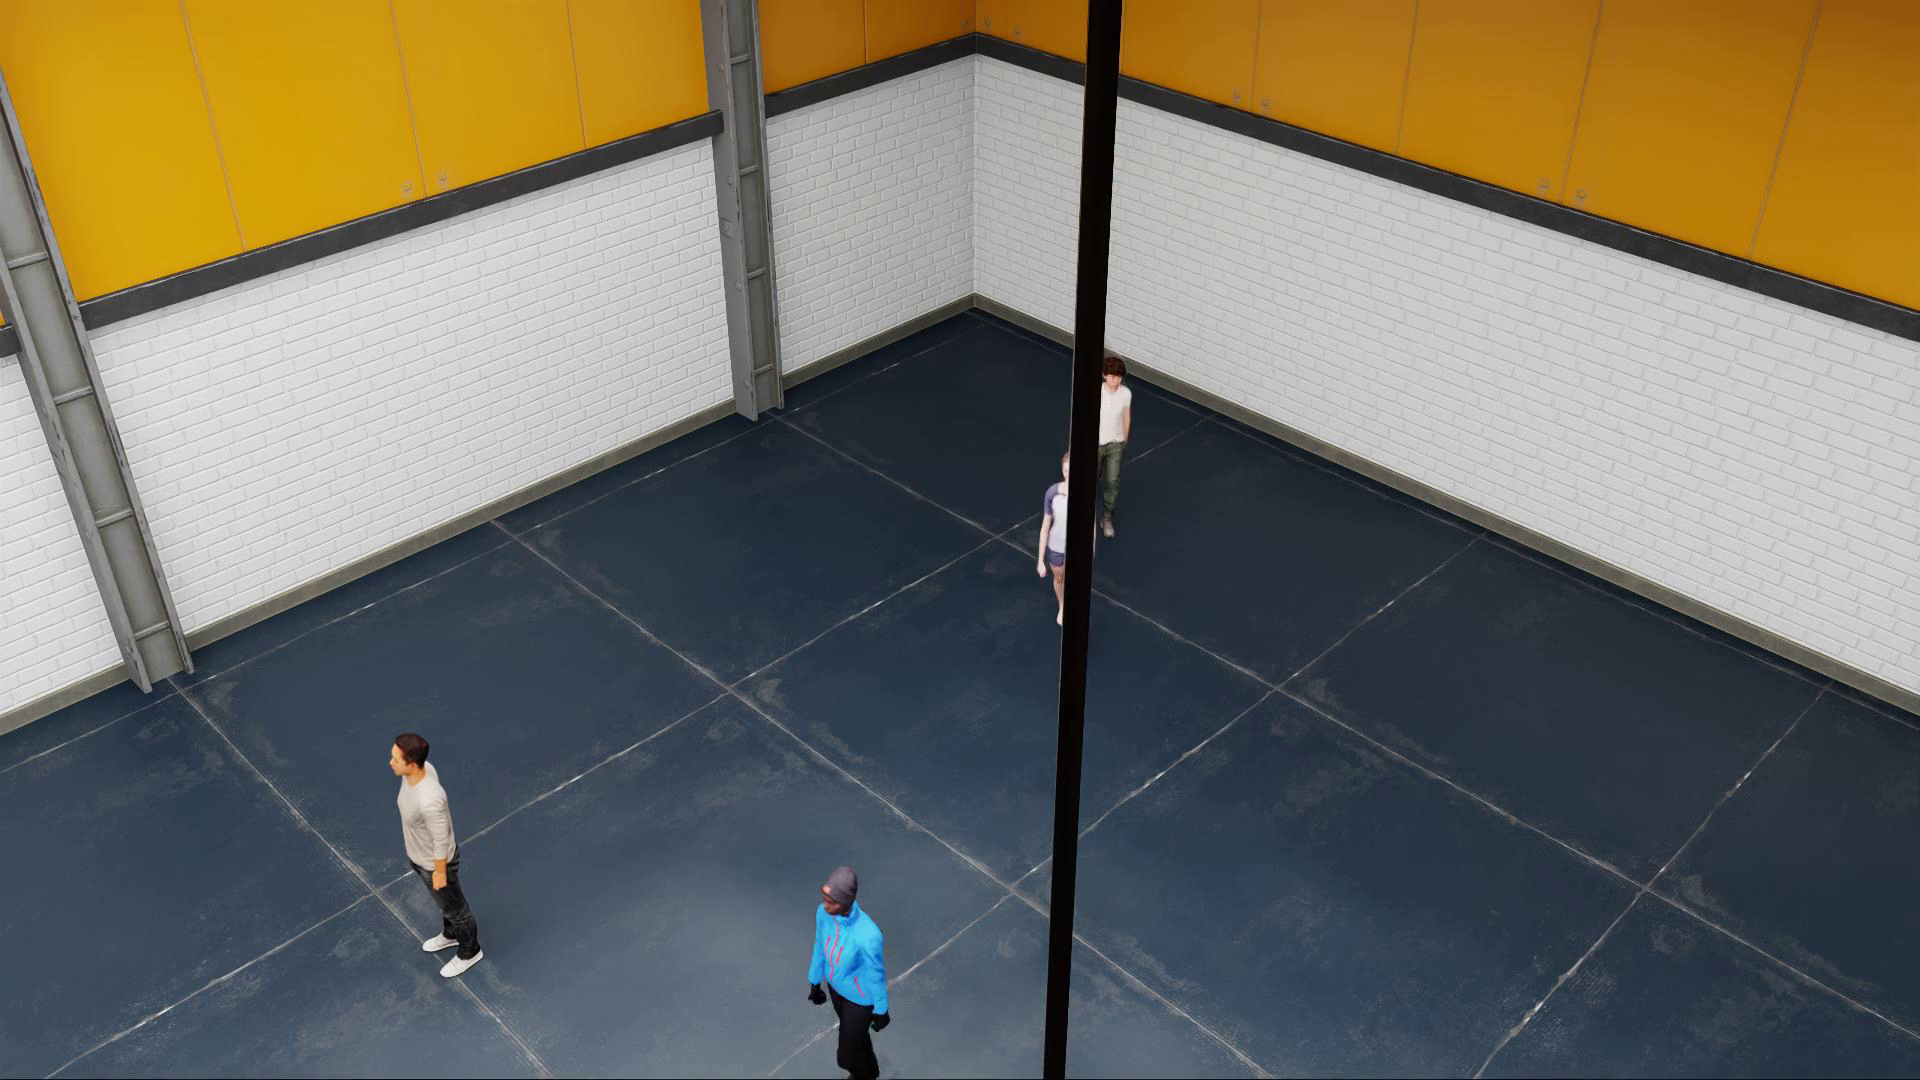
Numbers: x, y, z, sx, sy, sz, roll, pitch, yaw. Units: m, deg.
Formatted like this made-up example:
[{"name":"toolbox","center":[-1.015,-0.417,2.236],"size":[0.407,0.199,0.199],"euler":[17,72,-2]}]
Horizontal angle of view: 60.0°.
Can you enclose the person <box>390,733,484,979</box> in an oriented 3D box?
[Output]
[{"name":"person","center":[-3.181,1.881,10.091],"size":[0.614,1.812,0.689],"euler":[-20,39,-27]}]

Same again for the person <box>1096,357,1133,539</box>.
[{"name":"person","center":[1.244,-0.868,14.384],"size":[0.968,1.638,0.995],"euler":[-3,34,-4]}]

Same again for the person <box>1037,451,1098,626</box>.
[{"name":"person","center":[0.851,0.040,12.948],"size":[1.075,1.714,1.176],"euler":[2,34,3]}]

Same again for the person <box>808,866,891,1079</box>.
[{"name":"person","center":[-0.526,2.453,9.257],"size":[0.632,1.782,0.595],"euler":[29,43,36]}]
